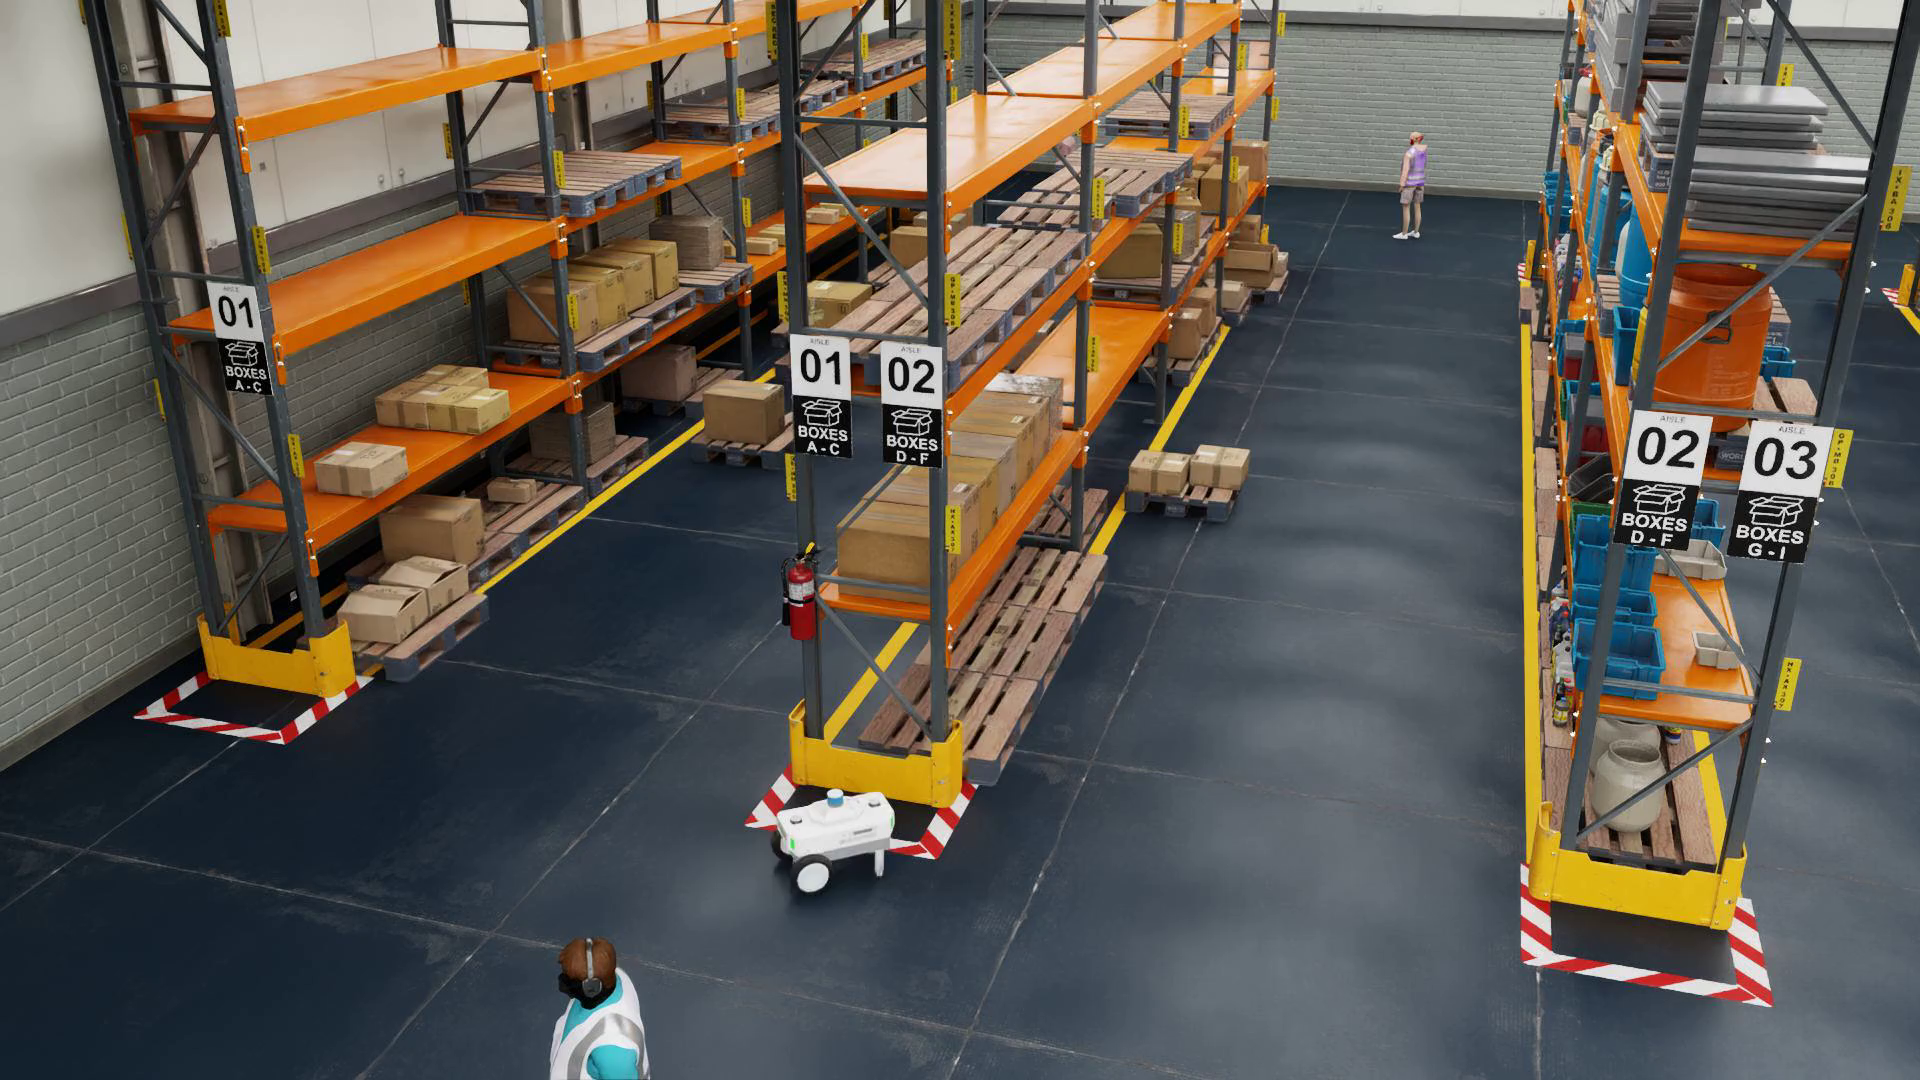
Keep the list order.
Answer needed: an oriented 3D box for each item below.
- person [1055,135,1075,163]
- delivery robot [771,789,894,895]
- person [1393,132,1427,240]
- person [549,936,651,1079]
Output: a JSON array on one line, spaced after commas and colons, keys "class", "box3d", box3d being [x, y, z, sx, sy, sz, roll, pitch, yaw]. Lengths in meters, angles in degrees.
[{"class": "person", "box3d": [1.704, -5.917, 26.958, 0.330, 1.800, 0.537, 7, 24, 17]}, {"class": "delivery robot", "box3d": [-0.805, 1.856, 10.501, 0.761, 0.590, 0.499, -9, 25, -20]}, {"class": "person", "box3d": [7.182, -5.622, 26.419, 0.491, 1.688, 0.349, -14, 27, -29]}, {"class": "person", "box3d": [-1.570, 2.526, 7.331, 0.429, 1.844, 0.620, -7, 24, -16]}]
